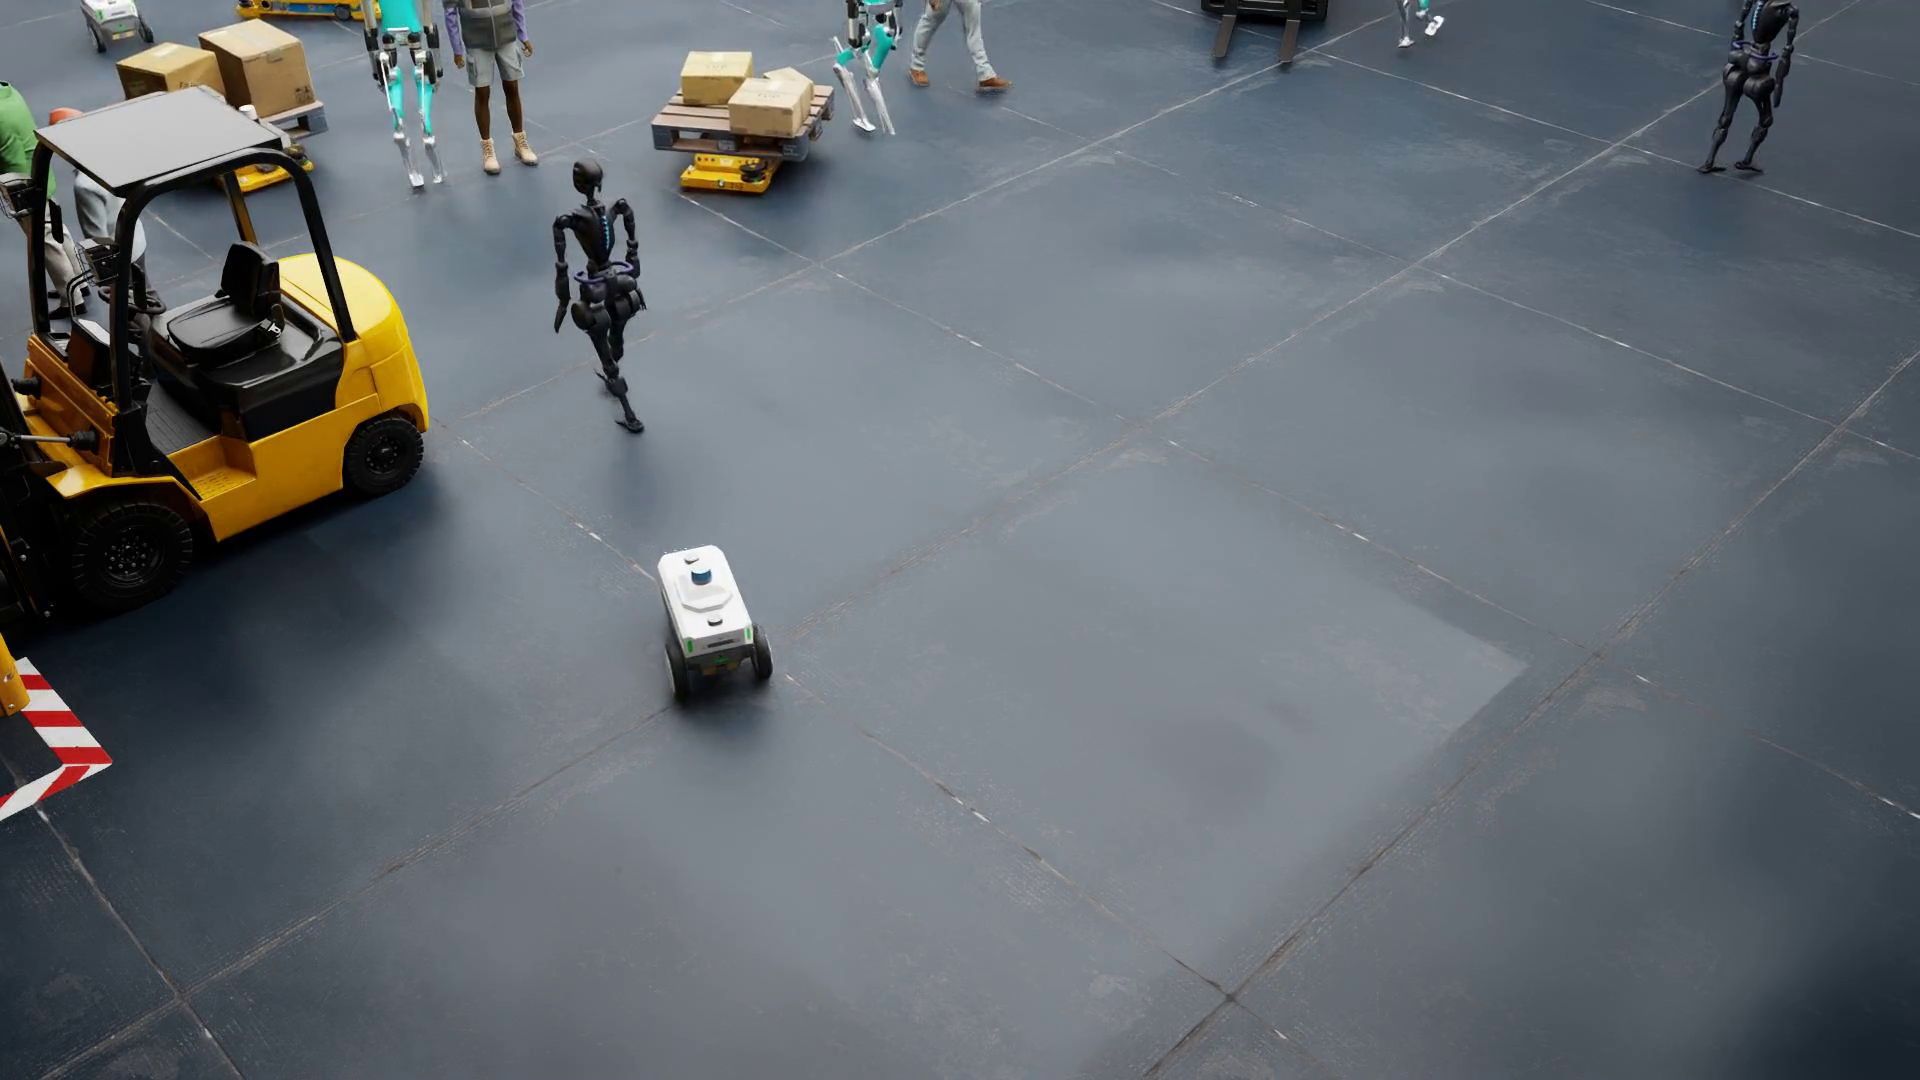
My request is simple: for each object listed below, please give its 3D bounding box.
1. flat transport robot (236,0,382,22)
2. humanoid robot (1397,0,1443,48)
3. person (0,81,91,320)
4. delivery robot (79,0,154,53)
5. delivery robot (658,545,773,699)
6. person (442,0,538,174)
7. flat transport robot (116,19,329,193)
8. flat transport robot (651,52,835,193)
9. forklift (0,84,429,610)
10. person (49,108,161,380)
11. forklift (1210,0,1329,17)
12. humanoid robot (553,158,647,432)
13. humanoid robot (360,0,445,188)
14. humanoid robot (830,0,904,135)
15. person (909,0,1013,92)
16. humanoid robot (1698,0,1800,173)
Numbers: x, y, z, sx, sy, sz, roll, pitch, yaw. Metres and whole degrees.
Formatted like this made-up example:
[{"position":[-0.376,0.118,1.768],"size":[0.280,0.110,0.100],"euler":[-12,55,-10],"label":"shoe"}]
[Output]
[{"position":[-6.129,-5.209,15.970],"size":[1.431,0.231,0.659],"euler":[3,37,4],"label":"flat transport robot"},{"position":[4.151,-5.138,14.653],"size":[0.560,1.732,1.032],"euler":[21,42,26],"label":"humanoid robot"},{"position":[-6.075,-2.294,10.803],"size":[0.383,1.782,0.547],"euler":[-9,38,-12],"label":"person"},{"position":[-7.778,-4.831,15.213],"size":[0.499,0.581,0.768],"euler":[-25,43,-30],"label":"delivery robot"},{"position":[-1.257,0.375,8.251],"size":[0.499,0.589,0.775],"euler":[-12,38,-16],"label":"delivery robot"},{"position":[-3.550,-3.794,12.596],"size":[0.613,2.040,0.389],"euler":[-20,41,-24],"label":"person"},{"position":[-5.773,-3.108,13.157],"size":[1.431,0.231,0.659],"euler":[30,46,34],"label":"flat transport robot"},{"position":[-1.691,-3.159,13.225],"size":[0.659,0.231,1.431],"euler":[7,37,9],"label":"flat transport robot"},{"position":[-4.145,-1.093,8.856],"size":[2.313,2.155,1.214],"euler":[-31,47,-34],"label":"forklift"},{"position":[-5.185,-1.802,10.177],"size":[0.352,1.742,0.572],"euler":[-3,37,-5],"label":"person"},{"position":[3.106,-6.400,15.960],"size":[1.214,2.155,2.313],"euler":[8,37,10],"label":"forklift"},{"position":[-2.152,-1.469,9.807],"size":[0.592,1.635,0.706],"euler":[-29,46,-33],"label":"humanoid robot"},{"position":[-4.107,-3.400,12.340],"size":[0.543,1.791,0.755],"euler":[-6,37,-8],"label":"humanoid robot"},{"position":[-0.771,-4.062,13.214],"size":[0.549,1.792,0.760],"euler":[-27,45,-31],"label":"humanoid robot"},{"position":[-0.055,-4.689,13.932],"size":[0.964,1.884,0.684],"euler":[25,43,30],"label":"person"},{"position":[6.027,-3.579,12.612],"size":[0.458,1.652,0.592],"euler":[-14,39,-18],"label":"humanoid robot"}]
